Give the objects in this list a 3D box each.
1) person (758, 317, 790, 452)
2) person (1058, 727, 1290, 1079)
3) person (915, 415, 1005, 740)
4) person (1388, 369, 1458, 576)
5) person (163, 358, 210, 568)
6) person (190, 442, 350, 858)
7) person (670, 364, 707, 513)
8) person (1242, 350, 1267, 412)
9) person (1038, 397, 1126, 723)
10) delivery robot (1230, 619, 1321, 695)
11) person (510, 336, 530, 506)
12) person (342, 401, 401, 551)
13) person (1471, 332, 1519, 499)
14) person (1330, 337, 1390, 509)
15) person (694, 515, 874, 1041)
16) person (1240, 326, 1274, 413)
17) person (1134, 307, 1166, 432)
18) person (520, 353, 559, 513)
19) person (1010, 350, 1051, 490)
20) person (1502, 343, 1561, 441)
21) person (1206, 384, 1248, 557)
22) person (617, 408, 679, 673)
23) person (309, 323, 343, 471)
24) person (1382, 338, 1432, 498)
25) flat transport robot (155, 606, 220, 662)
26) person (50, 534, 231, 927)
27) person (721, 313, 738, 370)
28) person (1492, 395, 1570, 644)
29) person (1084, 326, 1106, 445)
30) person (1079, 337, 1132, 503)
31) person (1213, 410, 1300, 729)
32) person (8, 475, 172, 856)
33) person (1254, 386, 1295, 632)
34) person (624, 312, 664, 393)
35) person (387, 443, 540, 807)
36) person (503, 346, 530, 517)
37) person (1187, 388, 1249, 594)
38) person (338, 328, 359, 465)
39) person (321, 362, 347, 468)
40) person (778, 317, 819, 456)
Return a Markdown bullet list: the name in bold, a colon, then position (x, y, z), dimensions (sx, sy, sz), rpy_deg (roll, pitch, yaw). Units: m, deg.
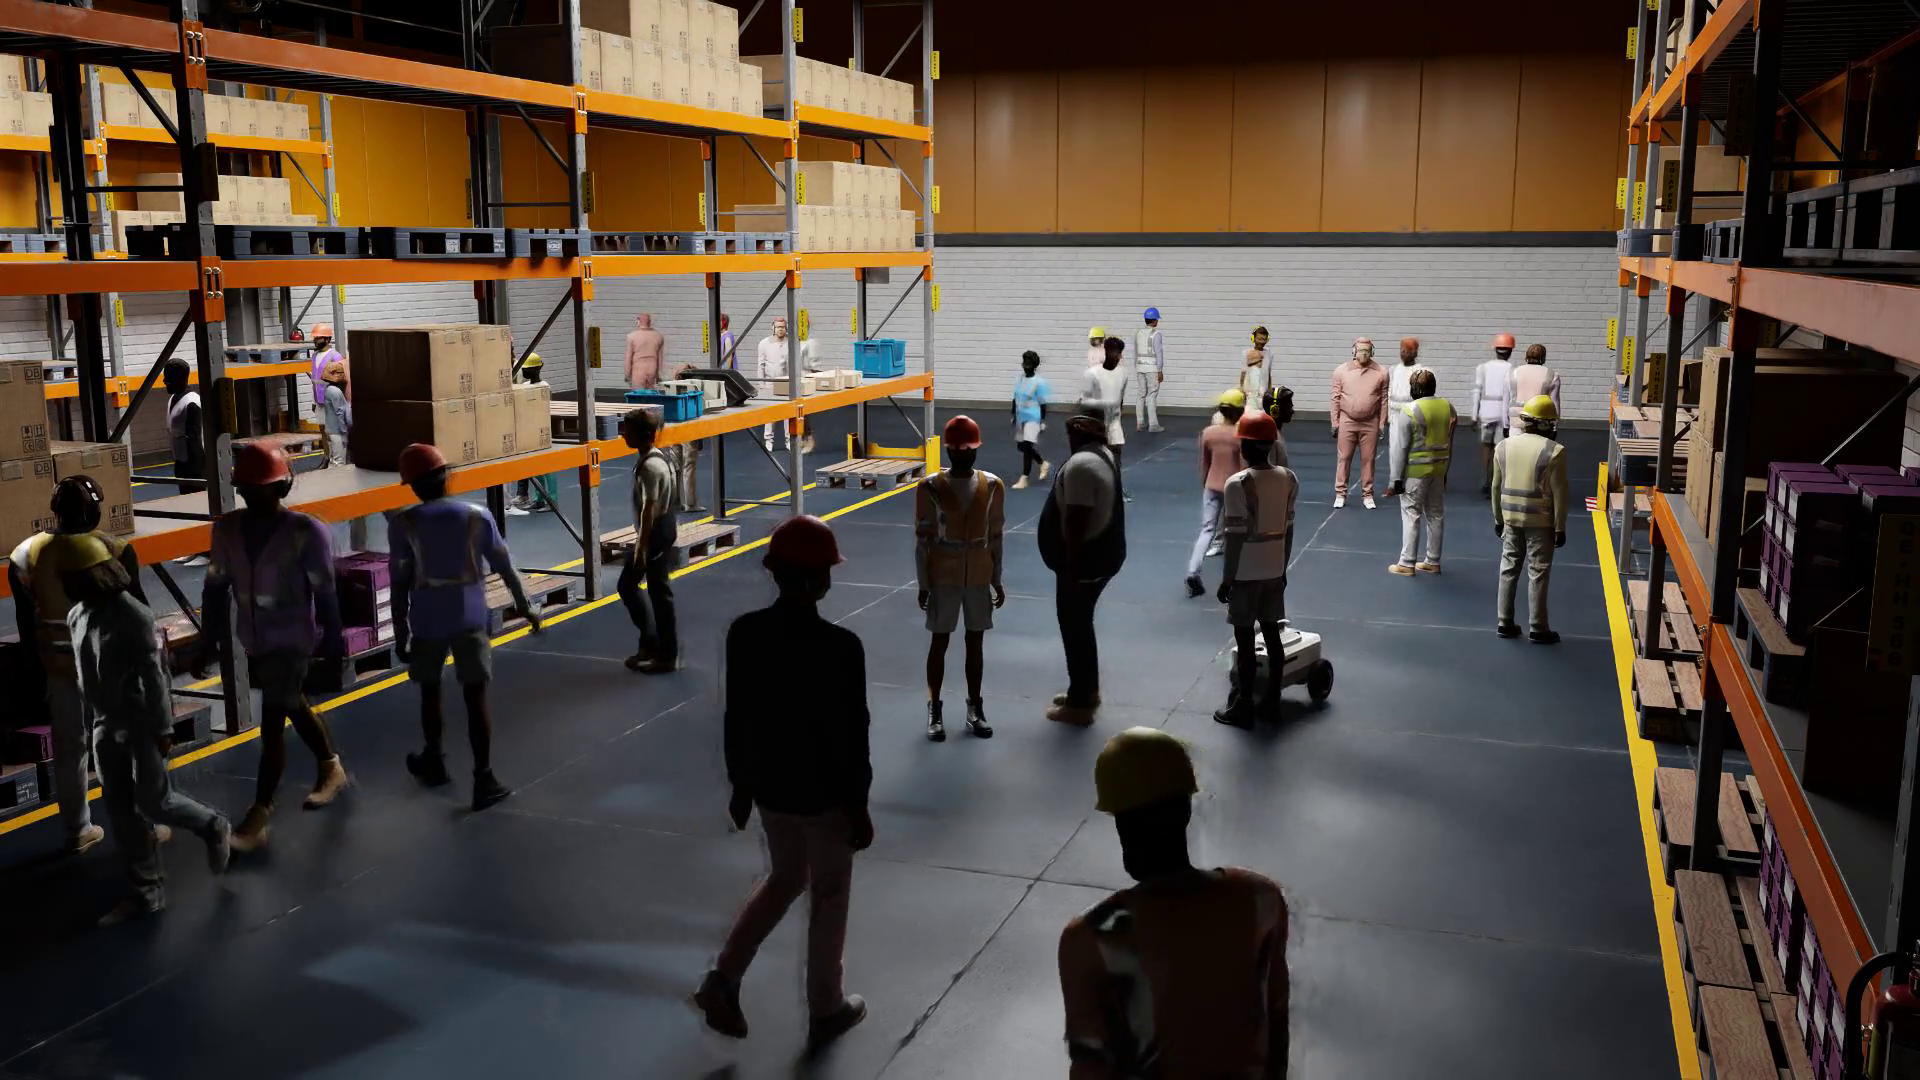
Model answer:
- **person**: position (-2.541, -2.196, 23.559), dimensions (0.636, 1.911, 0.406), rpy_deg (-2, 10, -13)
- **person**: position (0.524, 1.356, 3.687), dimensions (0.629, 1.865, 1.011), rpy_deg (-5, 11, -25)
- **person**: position (0.013, 0.224, 9.849), dimensions (0.548, 1.937, 0.379), rpy_deg (-2, 10, -13)
- **person**: position (4.082, -0.589, 14.734), dimensions (0.624, 1.837, 0.429), rpy_deg (-5, 11, -26)
- **person**: position (-7.022, -0.706, 15.183), dimensions (0.392, 1.911, 0.582), rpy_deg (-8, 13, -37)
- **person**: position (-3.388, 0.489, 8.266), dimensions (0.610, 1.989, 1.092), rpy_deg (3, 10, 16)
- **person**: position (-3.017, -1.117, 18.259), dimensions (0.518, 1.633, 0.312), rpy_deg (8, 13, 37)
- **person**: position (3.724, -1.603, 21.088), dimensions (0.335, 1.595, 0.589), rpy_deg (0, 10, -1)
- **person**: position (0.759, 0.076, 10.394), dimensions (0.546, 2.000, 0.701), rpy_deg (3, 11, 18)
- **delivery robot**: position (2.006, 0.741, 10.566), dimensions (0.477, 0.478, 0.707), rpy_deg (7, 13, 36)
- **person**: position (-5.113, -1.373, 18.712), dimensions (0.617, 1.981, 0.407), rpy_deg (6, 12, 32)
- **person**: position (-5.072, -0.542, 14.276), dimensions (0.628, 1.901, 0.878), rpy_deg (2, 10, 13)
- **person**: position (6.238, -1.432, 19.215), dimensions (0.582, 1.919, 0.534), rpy_deg (7, 12, 35)
- **person**: position (4.436, -1.295, 18.483), dimensions (0.643, 1.912, 0.410), rpy_deg (1, 10, 8)
- **person**: position (-0.608, 0.894, 5.966), dimensions (0.619, 1.976, 0.643), rpy_deg (8, 13, 37)
- **person**: position (3.921, -1.882, 21.919), dimensions (0.521, 1.865, 0.328), rpy_deg (-4, 11, -22)
- **person**: position (2.978, -2.671, 26.117), dimensions (0.390, 1.949, 0.602), rpy_deg (-7, 12, -34)
- **person**: position (-4.655, -1.179, 18.263), dimensions (0.527, 1.760, 0.339), rpy_deg (10, 14, 43)
- **person**: position (0.881, -1.459, 20.055), dimensions (0.651, 1.676, 0.545), rpy_deg (-8, 13, -39)
- **person**: position (6.379, -1.274, 18.598), dimensions (0.632, 1.837, 0.430), rpy_deg (6, 12, 29)
- **person**: position (2.540, -0.634, 15.522), dimensions (0.511, 1.640, 0.308), rpy_deg (8, 13, 37)
- **person**: position (-2.168, 0.016, 11.317), dimensions (0.516, 1.828, 0.550), rpy_deg (-2, 10, -13)
- **person**: position (-8.077, -1.791, 21.188), dimensions (0.545, 1.942, 0.354), rpy_deg (6, 12, 31)
- **person**: position (5.252, -1.425, 19.361), dimensions (0.752, 1.863, 0.583), rpy_deg (-8, 13, -37)
- **flat transport robot**: position (-5.615, 0.713, 11.786), dimensions (0.652, 0.197, 1.431), rpy_deg (3, 11, 18)
- **person**: position (-3.603, 0.790, 7.326), dimensions (0.532, 1.708, 0.615), rpy_deg (5, 11, 24)
- **person**: position (-3.723, -2.669, 26.391), dimensions (0.389, 1.849, 0.567), rpy_deg (-4, 11, -21)
- **person**: position (4.220, -0.154, 12.281), dimensions (0.403, 1.827, 0.599), rpy_deg (-8, 13, -38)
- **person**: position (1.962, -2.205, 24.042), dimensions (0.367, 1.755, 0.532), rpy_deg (-5, 11, -24)
- **person**: position (1.587, -1.412, 19.217), dimensions (0.657, 1.899, 1.077), rpy_deg (-4, 11, -22)
- **person**: position (1.784, 0.178, 10.109), dimensions (0.544, 1.939, 0.354), rpy_deg (-7, 12, -34)
- **person**: position (-4.153, 0.605, 7.973), dimensions (0.621, 1.845, 0.429), rpy_deg (0, 10, 2)
- **person**: position (2.378, -0.230, 12.596), dimensions (0.321, 1.871, 0.532), rpy_deg (1, 10, 8)
- **person**: position (-4.909, -2.616, 26.033), dimensions (0.660, 1.875, 0.661), rpy_deg (-7, 12, -35)
- **person**: position (-2.633, 0.425, 8.857), dimensions (0.763, 1.880, 0.824), rpy_deg (-4, 11, -21)
- **person**: position (-4.926, -1.191, 18.005), dimensions (0.333, 1.872, 0.515), rpy_deg (-7, 12, -33)
- **person**: position (2.211, -0.417, 14.044), dimensions (0.533, 1.727, 0.879), rpy_deg (8, 13, 37)
- **person**: position (-6.730, -1.379, 18.711), dimensions (0.610, 1.996, 0.379), rpy_deg (-4, 11, -23)
- **person**: position (-6.944, -1.174, 18.579), dimensions (0.284, 1.633, 0.500), rpy_deg (-7, 12, -34)
- **person**: position (-2.255, -2.161, 23.026), dimensions (0.620, 2.025, 0.432), rpy_deg (9, 14, 42)
